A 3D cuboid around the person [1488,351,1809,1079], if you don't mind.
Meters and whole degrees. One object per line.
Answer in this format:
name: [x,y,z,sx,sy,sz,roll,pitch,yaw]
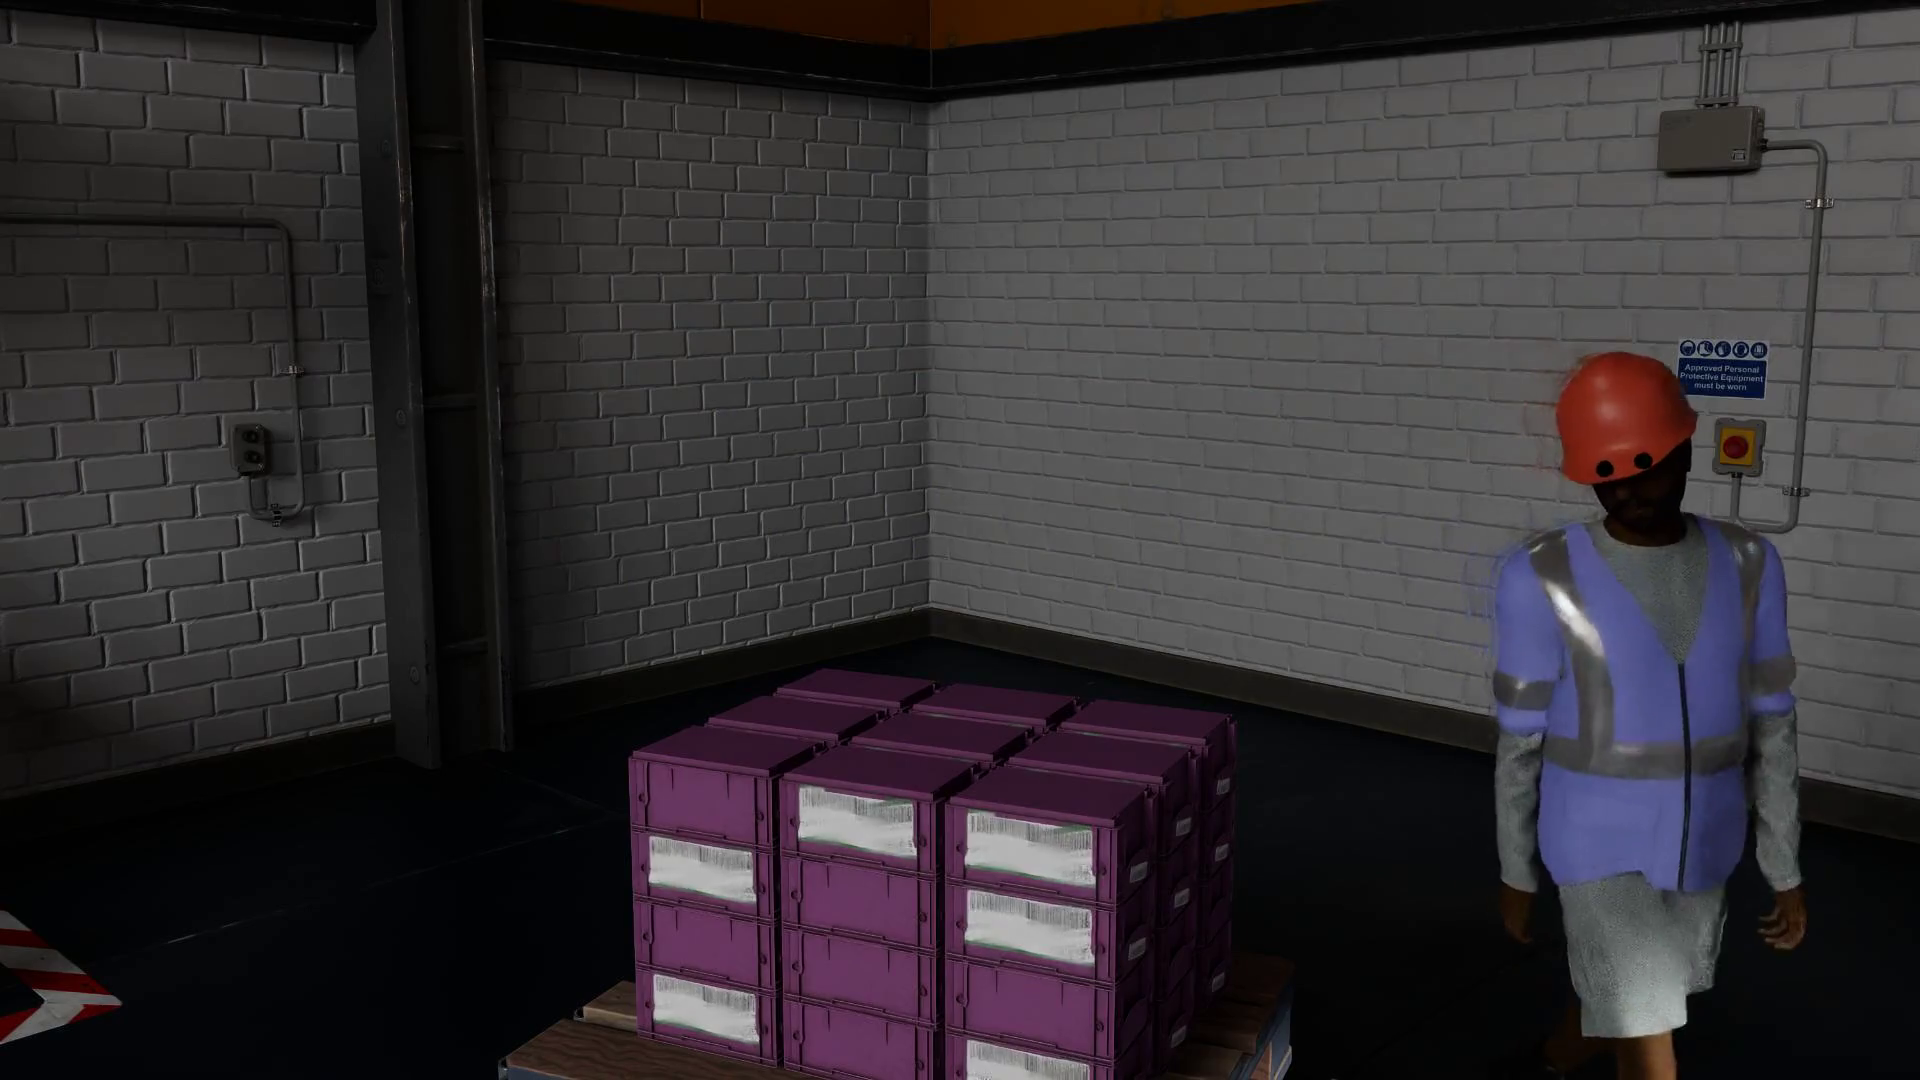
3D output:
person: [1.275,0.566,3.266,0.573,1.895,0.918,-1,9,-7]
